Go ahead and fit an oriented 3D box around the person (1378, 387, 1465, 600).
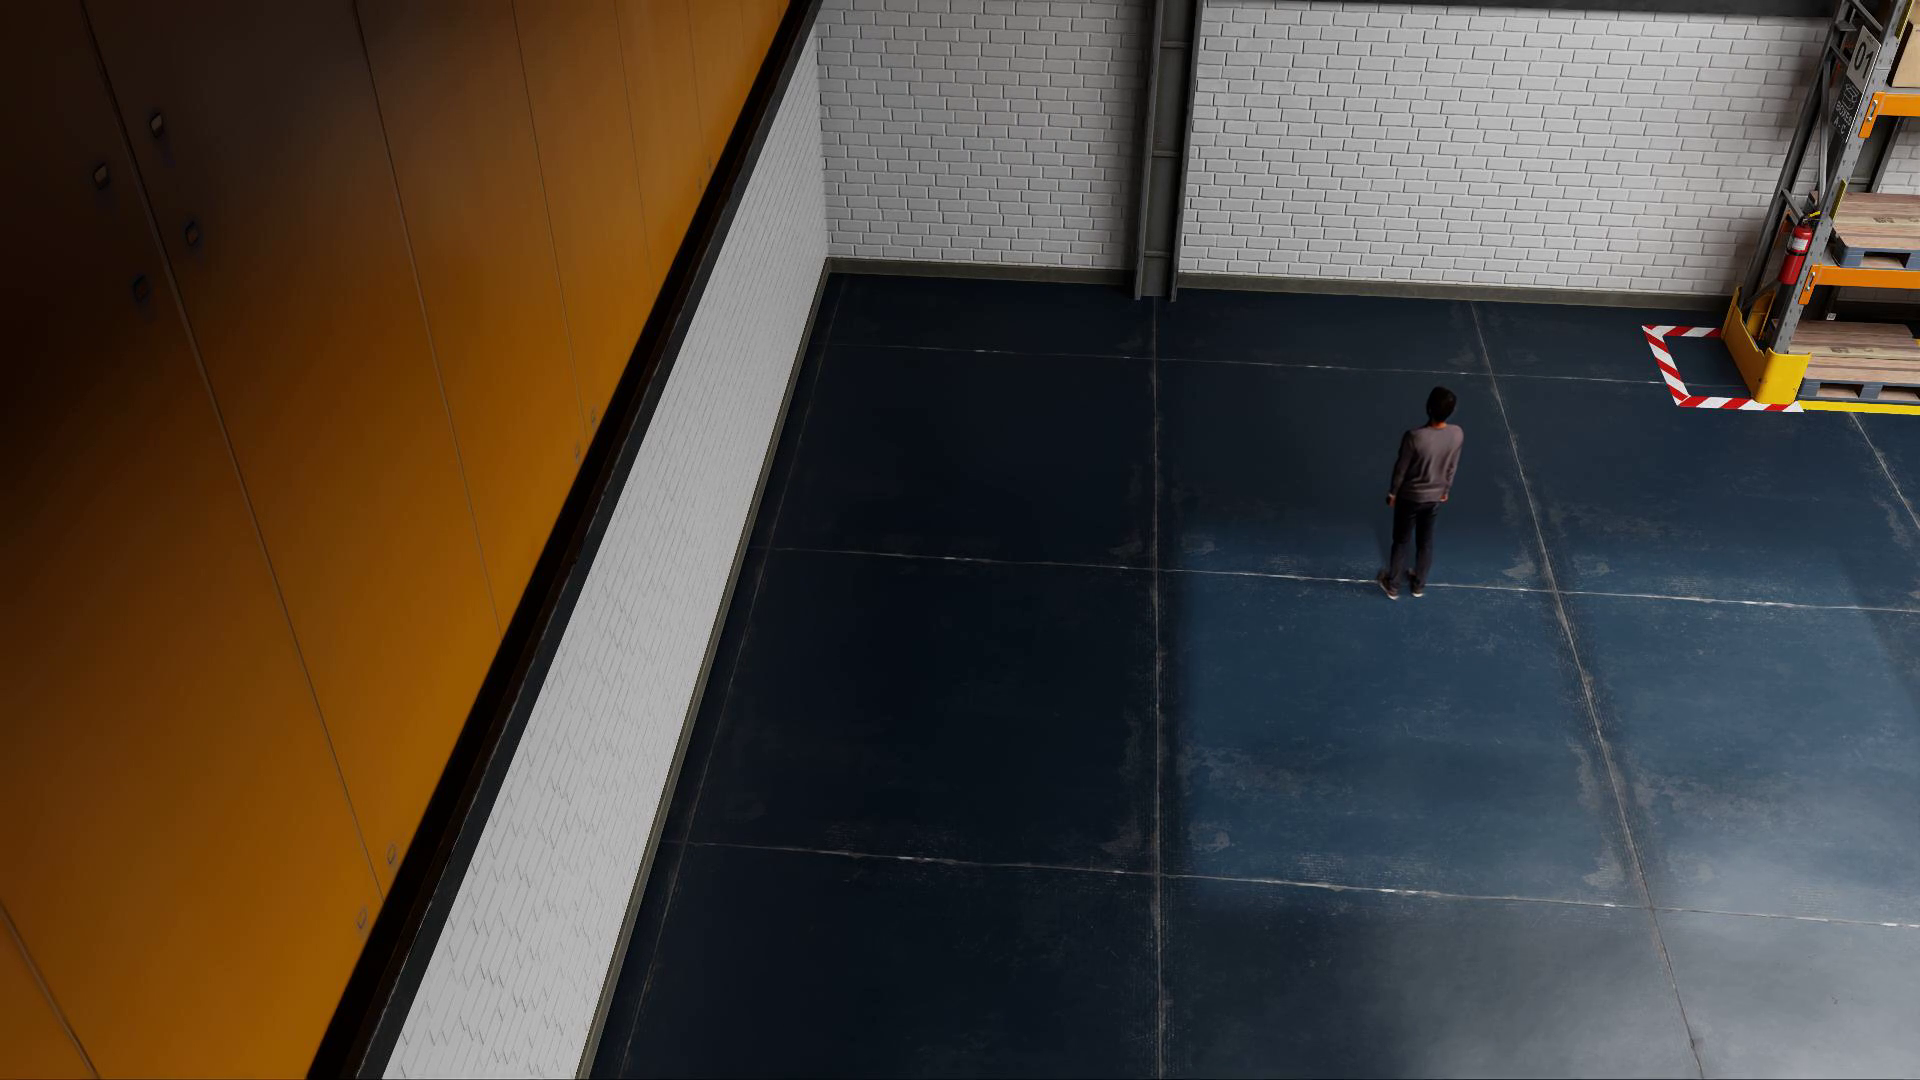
[{"bbox_3d":[3.317,-0.323,11.981,0.577,1.766,0.751,16,41,19],"label":"person"}]
